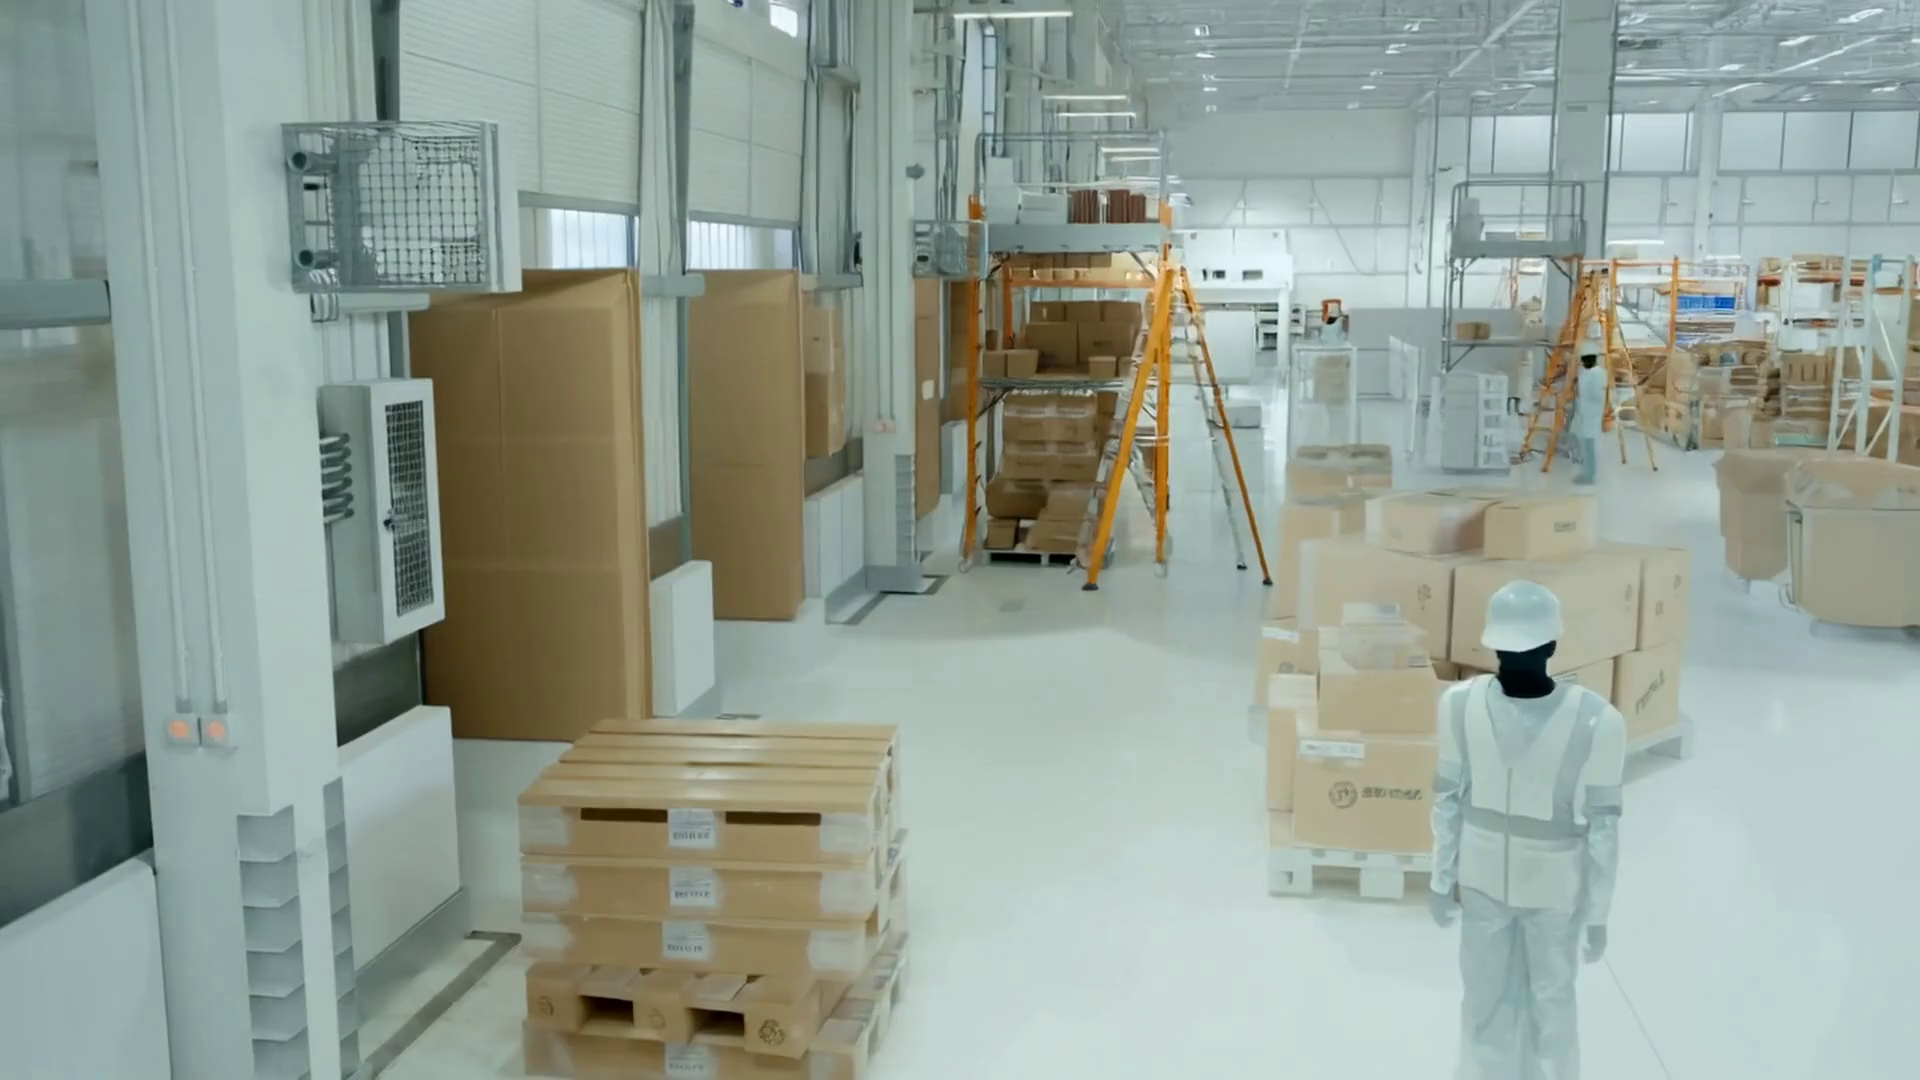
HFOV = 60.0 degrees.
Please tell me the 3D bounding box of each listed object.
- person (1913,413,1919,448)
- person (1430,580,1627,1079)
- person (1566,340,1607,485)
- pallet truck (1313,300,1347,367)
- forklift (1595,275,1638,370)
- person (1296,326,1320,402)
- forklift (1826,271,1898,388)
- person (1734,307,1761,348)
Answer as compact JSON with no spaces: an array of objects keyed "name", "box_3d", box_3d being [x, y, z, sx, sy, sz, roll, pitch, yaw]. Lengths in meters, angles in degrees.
[{"name":"person","box_3d":[15.592,-2.341,26.725,0.320,1.739,0.485,9,13,44]},{"name":"person","box_3d":[1.734,1.065,5.165,0.588,1.918,0.397,7,12,37]},{"name":"person","box_3d":[8.328,-1.683,22.097,0.396,1.924,0.550,-2,10,-15]},{"name":"pallet truck","box_3d":[11.159,-6.200,49.718,0.823,1.965,1.885,4,10,26]},{"name":"forklift","box_3d":[17.876,-6.096,46.361,1.873,2.768,1.129,-3,10,-17]},{"name":"person","box_3d":[7.277,-3.646,34.889,0.318,1.698,0.534,-9,13,-44]},{"name":"forklift","box_3d":[21.072,-4.771,38.191,1.873,2.768,1.129,1,9,9]},{"name":"person","box_3d":[19.823,-4.881,41.820,0.487,1.925,0.680,-4,10,-22]}]
